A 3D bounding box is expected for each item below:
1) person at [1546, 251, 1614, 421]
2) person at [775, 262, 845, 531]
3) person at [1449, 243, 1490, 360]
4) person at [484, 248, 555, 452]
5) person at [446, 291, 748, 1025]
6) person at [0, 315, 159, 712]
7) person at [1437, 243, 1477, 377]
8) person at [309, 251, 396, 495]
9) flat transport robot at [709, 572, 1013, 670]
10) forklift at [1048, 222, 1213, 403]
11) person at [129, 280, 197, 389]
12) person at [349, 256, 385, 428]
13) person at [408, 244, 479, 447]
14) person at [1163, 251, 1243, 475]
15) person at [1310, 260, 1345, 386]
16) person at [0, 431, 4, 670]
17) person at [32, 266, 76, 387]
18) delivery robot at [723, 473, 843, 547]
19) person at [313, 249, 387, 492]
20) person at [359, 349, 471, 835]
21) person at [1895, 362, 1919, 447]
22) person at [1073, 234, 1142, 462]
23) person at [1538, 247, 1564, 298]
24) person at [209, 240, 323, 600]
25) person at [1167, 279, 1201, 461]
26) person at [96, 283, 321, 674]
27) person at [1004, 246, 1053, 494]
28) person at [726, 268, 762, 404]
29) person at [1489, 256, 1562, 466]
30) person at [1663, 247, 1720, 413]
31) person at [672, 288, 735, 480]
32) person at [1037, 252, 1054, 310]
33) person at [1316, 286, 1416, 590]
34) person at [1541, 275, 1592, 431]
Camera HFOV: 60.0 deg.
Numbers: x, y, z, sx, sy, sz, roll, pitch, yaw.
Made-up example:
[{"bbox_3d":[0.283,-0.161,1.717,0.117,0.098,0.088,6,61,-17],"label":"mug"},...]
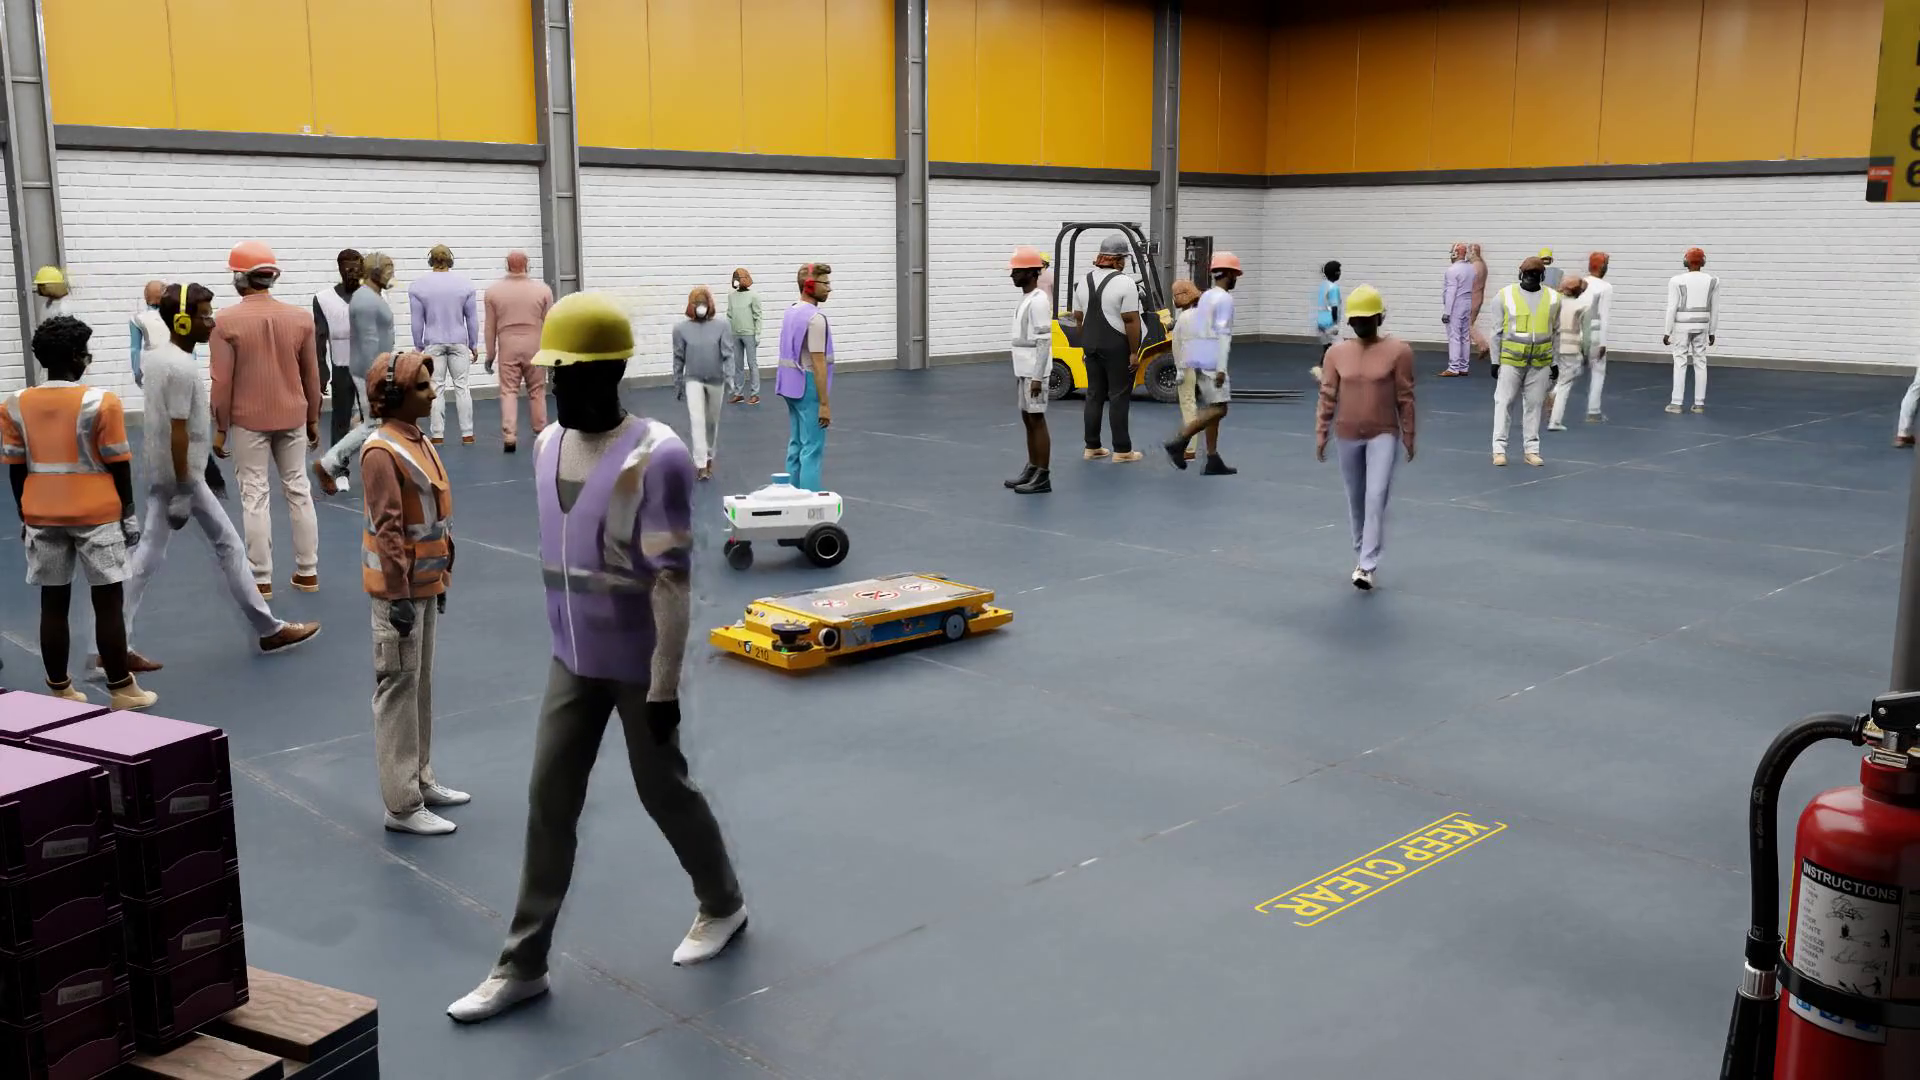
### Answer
[{"bbox_3d":[6.734,-2.186,17.989,0.766,1.864,0.565,-6,12,-30],"label":"person"},{"bbox_3d":[-1.039,-0.946,11.245,0.387,1.841,0.565,-5,12,-26],"label":"person"},{"bbox_3d":[8.286,-3.834,26.870,0.695,1.893,0.653,7,12,32],"label":"person"},{"bbox_3d":[-4.118,-1.775,15.633,0.663,1.916,0.420,-2,11,-11],"label":"person"},{"bbox_3d":[-0.940,0.287,4.427,0.601,1.886,0.899,8,13,36],"label":"person"},{"bbox_3d":[-3.699,-0.086,6.962,0.532,1.692,0.322,1,10,3],"label":"person"},{"bbox_3d":[7.105,-3.287,23.835,0.643,1.908,0.399,-9,14,-41],"label":"person"},{"bbox_3d":[-4.573,-1.243,12.712,0.744,1.912,0.667,-2,11,-12],"label":"person"},{"bbox_3d":[-0.472,0.379,8.306,1.431,0.197,0.652,-9,14,-41],"label":"flat transport robot"},{"bbox_3d":[1.935,-2.847,20.651,2.313,2.155,1.214,2,11,13],"label":"forklift"},{"bbox_3d":[-7.024,-1.473,14.686,0.530,1.625,0.437,-4,11,-20],"label":"person"},{"bbox_3d":[-6.324,-2.052,17.309,0.634,1.825,0.654,2,11,13],"label":"person"},{"bbox_3d":[-4.931,-1.856,15.947,0.631,1.940,0.372,-4,11,-20],"label":"person"},{"bbox_3d":[2.073,-1.484,14.058,0.757,1.886,0.602,-3,11,-18],"label":"person"},{"bbox_3d":[4.914,-2.875,22.147,0.387,1.687,0.550,-1,10,-5],"label":"person"},{"bbox_3d":[-4.630,-0.311,7.521,0.547,1.938,0.378,-1,10,-3],"label":"person"},{"bbox_3d":[-8.479,-1.696,15.623,0.514,1.725,0.365,9,14,40],"label":"person"},{"bbox_3d":[-1.095,-0.167,10.253,0.707,0.478,0.477,-3,11,-15],"label":"delivery robot"},{"bbox_3d":[-4.833,-1.355,13.271,0.597,1.915,0.370,-8,13,-37],"label":"person"},{"bbox_3d":[-1.880,0.174,5.687,0.310,1.642,0.514,-1,10,-6],"label":"person"},{"bbox_3d":[9.434,-1.795,15.752,1.029,1.873,0.656,0,10,0],"label":"person"},{"bbox_3d":[1.387,-1.727,14.962,0.538,2.000,0.690,-10,14,-42],"label":"person"},{"bbox_3d":[9.133,-3.654,26.045,0.600,1.827,0.404,1,10,5],"label":"person"},{"bbox_3d":[-3.875,-0.665,9.295,0.384,1.993,0.622,10,14,43],"label":"person"},{"bbox_3d":[2.021,-1.525,14.973,0.282,1.633,0.498,2,11,12],"label":"person"},{"bbox_3d":[-3.597,-0.287,7.763,0.526,1.806,1.031,10,14,44],"label":"person"},{"bbox_3d":[0.535,-1.331,13.083,0.379,1.937,0.548,-2,11,-11],"label":"person"},{"bbox_3d":[-2.610,-2.455,20.042,0.508,1.632,0.265,6,12,31],"label":"person"},{"bbox_3d":[4.970,-1.563,14.629,0.619,1.839,0.430,0,10,2],"label":"person"},{"bbox_3d":[8.339,-2.387,18.986,0.584,1.882,0.337,0,10,2],"label":"person"},{"bbox_3d":[-2.135,-1.308,13.924,0.504,1.582,0.839,-3,11,-14],"label":"person"},{"bbox_3d":[1.278,-3.549,25.644,0.523,1.769,0.322,3,11,17],"label":"person"},{"bbox_3d":[2.285,-0.570,9.499,0.537,1.720,0.858,6,12,29],"label":"person"},{"bbox_3d":[6.236,-1.928,17.218,0.552,1.610,0.409,8,13,36],"label":"person"}]
